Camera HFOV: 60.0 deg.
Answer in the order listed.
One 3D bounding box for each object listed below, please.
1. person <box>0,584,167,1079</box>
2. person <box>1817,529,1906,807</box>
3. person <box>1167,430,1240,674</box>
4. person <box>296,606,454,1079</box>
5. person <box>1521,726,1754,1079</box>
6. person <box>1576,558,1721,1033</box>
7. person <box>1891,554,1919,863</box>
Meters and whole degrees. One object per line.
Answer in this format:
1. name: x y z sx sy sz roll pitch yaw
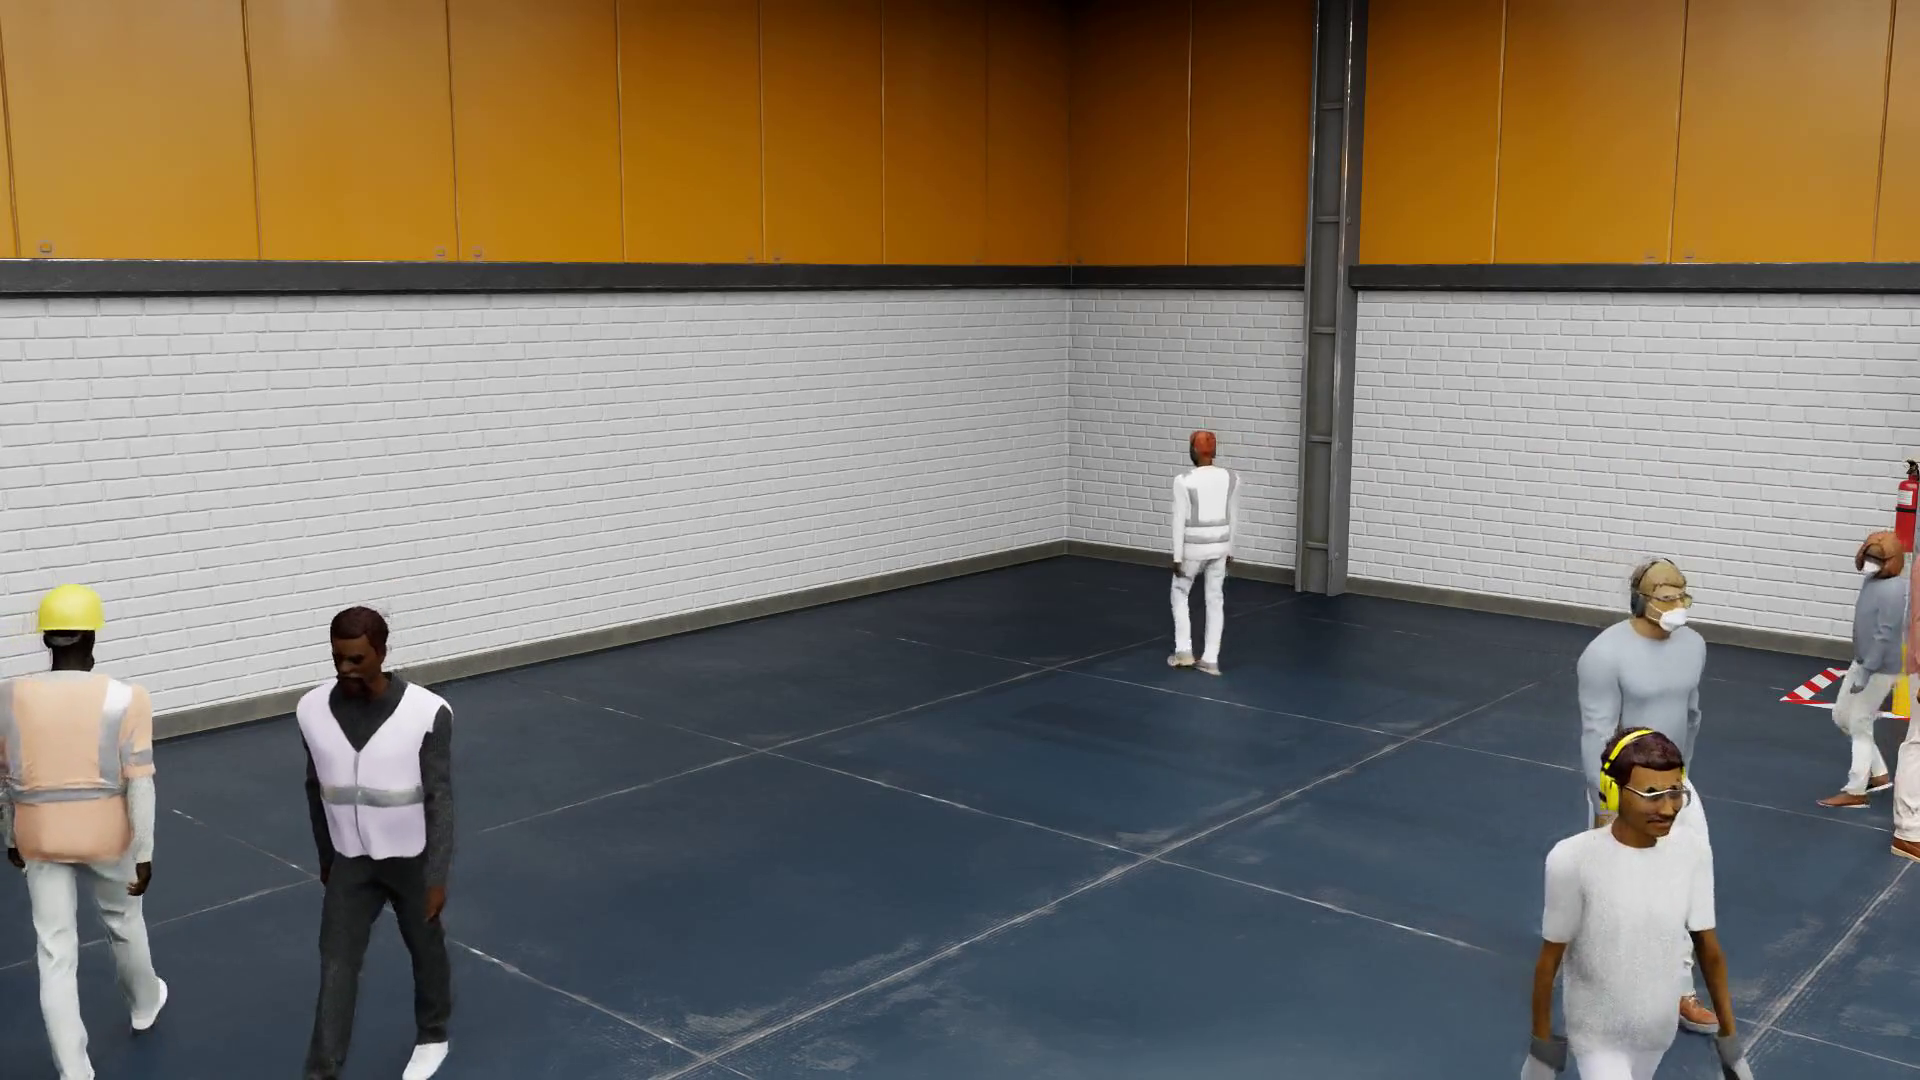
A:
1. person: -3.340 1.099 6.338 0.594 1.882 0.944 -3 9 -17
2. person: 5.136 0.732 9.432 0.347 1.620 0.533 2 9 10
3. person: 1.840 0.085 12.749 0.579 1.868 0.571 -3 9 -16
4. person: -2.104 1.165 5.947 0.608 1.861 0.982 1 9 5
5. person: 1.879 1.410 4.542 0.542 1.820 0.954 -3 9 -17
6. person: 2.792 1.030 6.657 0.647 1.912 0.770 -3 10 -21
7. person: 5.120 0.679 8.626 0.611 1.985 0.393 -8 12 -42
